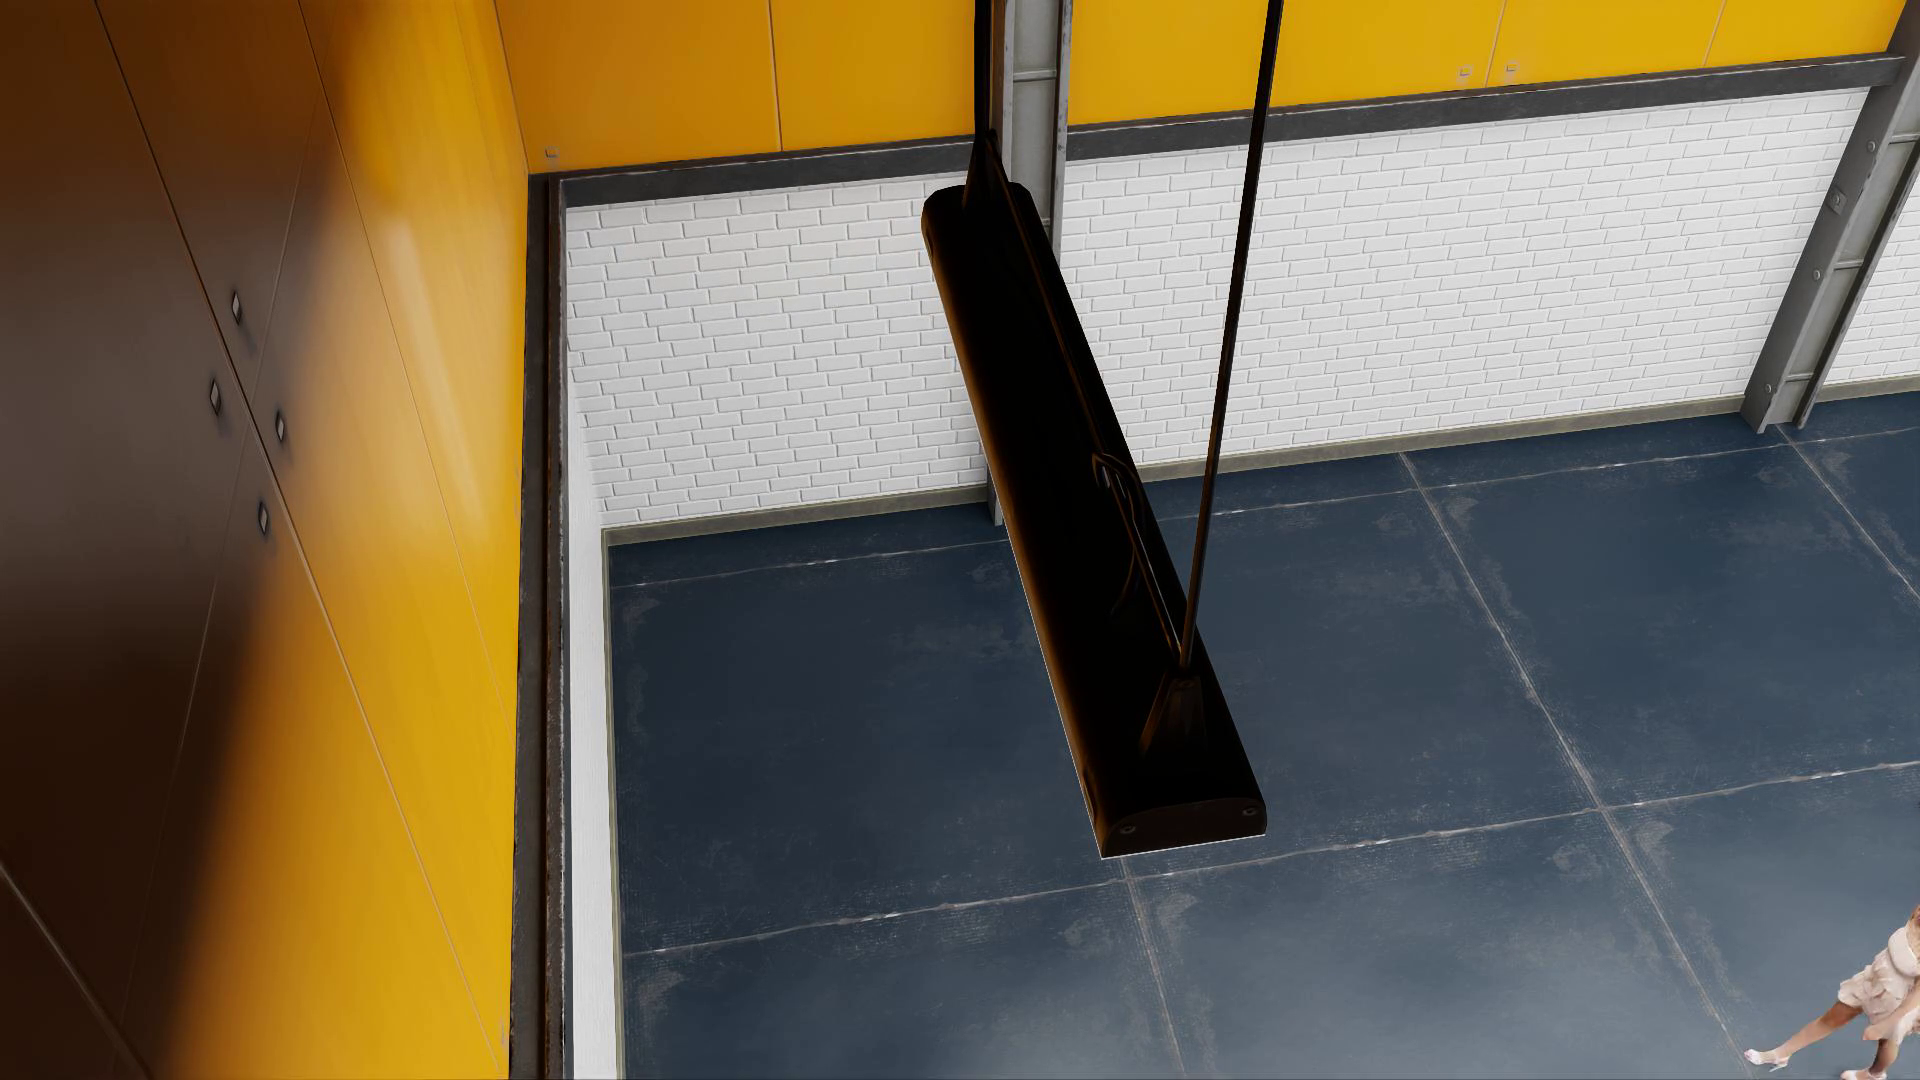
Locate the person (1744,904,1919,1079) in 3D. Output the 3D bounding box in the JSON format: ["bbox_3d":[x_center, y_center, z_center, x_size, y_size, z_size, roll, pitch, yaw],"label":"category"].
[{"bbox_3d":[4.744,2.311,8.317,1.024,1.705,0.765,4,44,4],"label":"person"}]
